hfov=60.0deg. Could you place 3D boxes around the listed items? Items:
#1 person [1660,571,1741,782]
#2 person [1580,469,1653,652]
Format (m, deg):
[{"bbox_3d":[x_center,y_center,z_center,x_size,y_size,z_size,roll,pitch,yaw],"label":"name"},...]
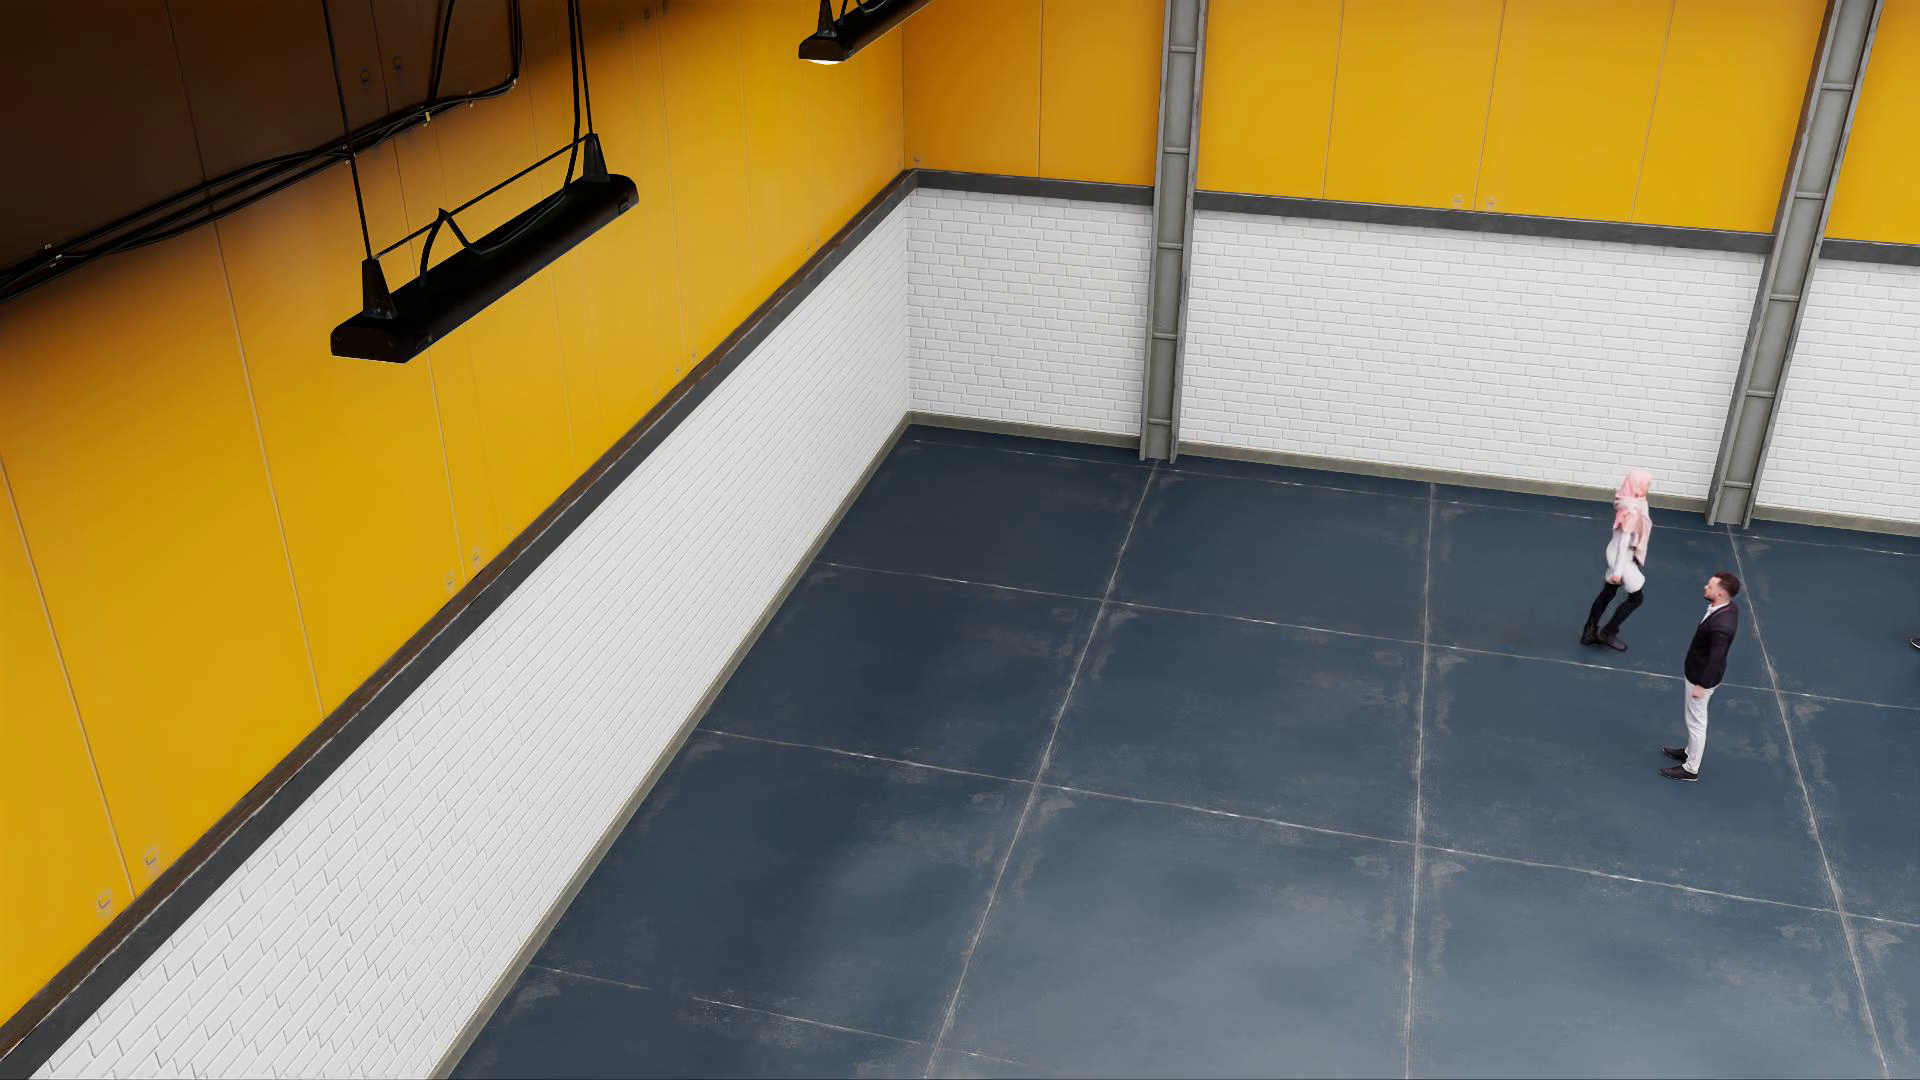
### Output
[{"bbox_3d":[5.909,1.071,13.177,0.613,1.842,0.708,14,32,25],"label":"person"},{"bbox_3d":[5.805,0.186,14.855,0.645,1.788,0.642,7,29,12],"label":"person"}]
